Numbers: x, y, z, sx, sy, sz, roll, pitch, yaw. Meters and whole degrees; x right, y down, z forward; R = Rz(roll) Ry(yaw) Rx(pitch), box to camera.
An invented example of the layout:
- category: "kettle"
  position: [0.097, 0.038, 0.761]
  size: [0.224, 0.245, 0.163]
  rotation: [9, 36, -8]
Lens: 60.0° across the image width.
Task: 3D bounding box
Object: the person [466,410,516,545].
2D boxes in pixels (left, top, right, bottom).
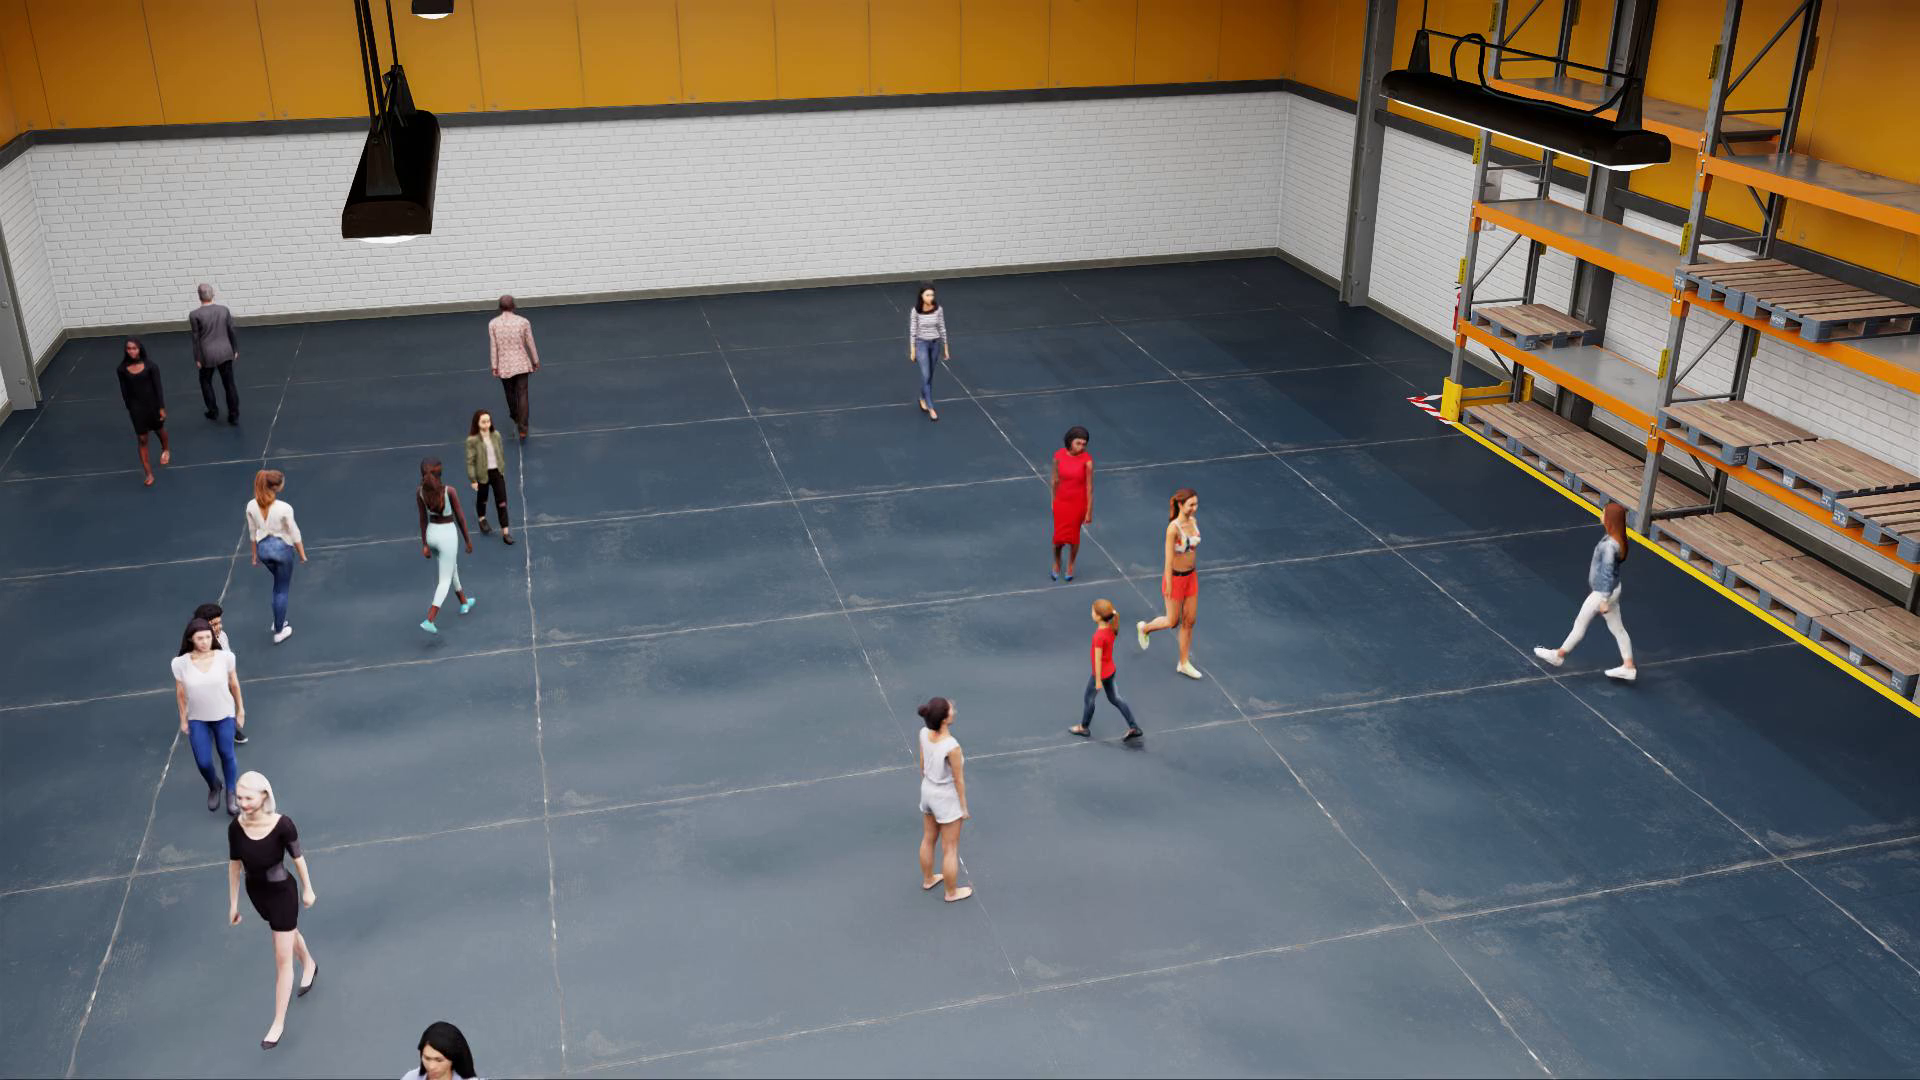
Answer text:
- category: "person"
  position: [-5.092, -0.693, 17.824]
  size: [0.826, 1.439, 1.068]
  rotation: [-17, 29, -33]

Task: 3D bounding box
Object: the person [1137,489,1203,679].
- category: "person"
  position: [1.922, 0.359, 15.000]
  size: [1.060, 1.773, 0.877]
  rotation: [21, 31, 40]

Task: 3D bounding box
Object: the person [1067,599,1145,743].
- category: "person"
  position: [1.264, 1.121, 13.858]
  size: [0.904, 1.292, 0.856]
  rotation: [13, 27, 28]

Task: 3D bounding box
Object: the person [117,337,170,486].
- category: "person"
  position: [-9.516, -1.552, 19.492]
  size: [0.600, 1.676, 1.174]
  rotation: [-5, 24, -12]

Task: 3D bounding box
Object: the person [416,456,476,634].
- category: "person"
  position: [-4.942, 0.079, 15.752]
  size: [0.955, 1.685, 1.230]
  rotation: [5, 24, 11]

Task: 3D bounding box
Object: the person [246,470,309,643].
- category: "person"
  position: [-6.406, 0.181, 15.488]
  size: [0.734, 1.708, 0.758]
  rotation: [3, 24, 7]

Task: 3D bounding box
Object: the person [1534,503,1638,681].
- category: "person"
  position: [5.834, 0.507, 14.810]
  size: [1.185, 1.655, 1.095]
  rotation: [15, 28, 30]

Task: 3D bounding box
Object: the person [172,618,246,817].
- category: "person"
  position: [-5.785, 1.350, 12.861]
  size: [0.671, 1.671, 0.661]
  rotation: [-11, 26, -23]

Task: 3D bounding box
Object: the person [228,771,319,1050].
- category: "person"
  position: [-4.349, 2.246, 10.666]
  size: [0.872, 1.787, 1.201]
  rotation: [2, 24, 4]

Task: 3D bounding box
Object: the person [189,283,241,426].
- category: "person"
  position: [-9.415, -2.331, 21.092]
  size: [0.964, 1.823, 1.028]
  rotation: [-20, 31, -38]

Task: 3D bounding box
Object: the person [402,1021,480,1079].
- category: "person"
  position: [-2.598, 3.175, 8.616]
  size: [0.898, 1.727, 1.052]
  rotation: [5, 24, 10]

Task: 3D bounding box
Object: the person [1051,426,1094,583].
- category: "person"
  position: [1.104, -0.365, 16.727]
  size: [0.726, 1.716, 0.782]
  rotation: [10, 25, 21]

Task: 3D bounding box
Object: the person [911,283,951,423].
- category: "person"
  position: [-0.442, -2.447, 21.435]
  size: [0.679, 1.760, 1.047]
  rotation: [-10, 25, -21]

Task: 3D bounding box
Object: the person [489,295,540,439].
- category: "person"
  position: [-5.543, -2.114, 20.674]
  size: [0.778, 1.760, 1.187]
  rotation: [-4, 24, -9]

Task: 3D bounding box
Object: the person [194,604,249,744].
- category: "person"
  position: [-6.267, 1.113, 13.935]
  size: [0.819, 1.245, 0.746]
  rotation: [15, 28, 30]

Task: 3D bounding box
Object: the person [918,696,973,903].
- category: "person"
  position: [-0.133, 1.833, 11.845]
  size: [0.727, 1.600, 0.646]
  rotation: [-21, 31, -40]
